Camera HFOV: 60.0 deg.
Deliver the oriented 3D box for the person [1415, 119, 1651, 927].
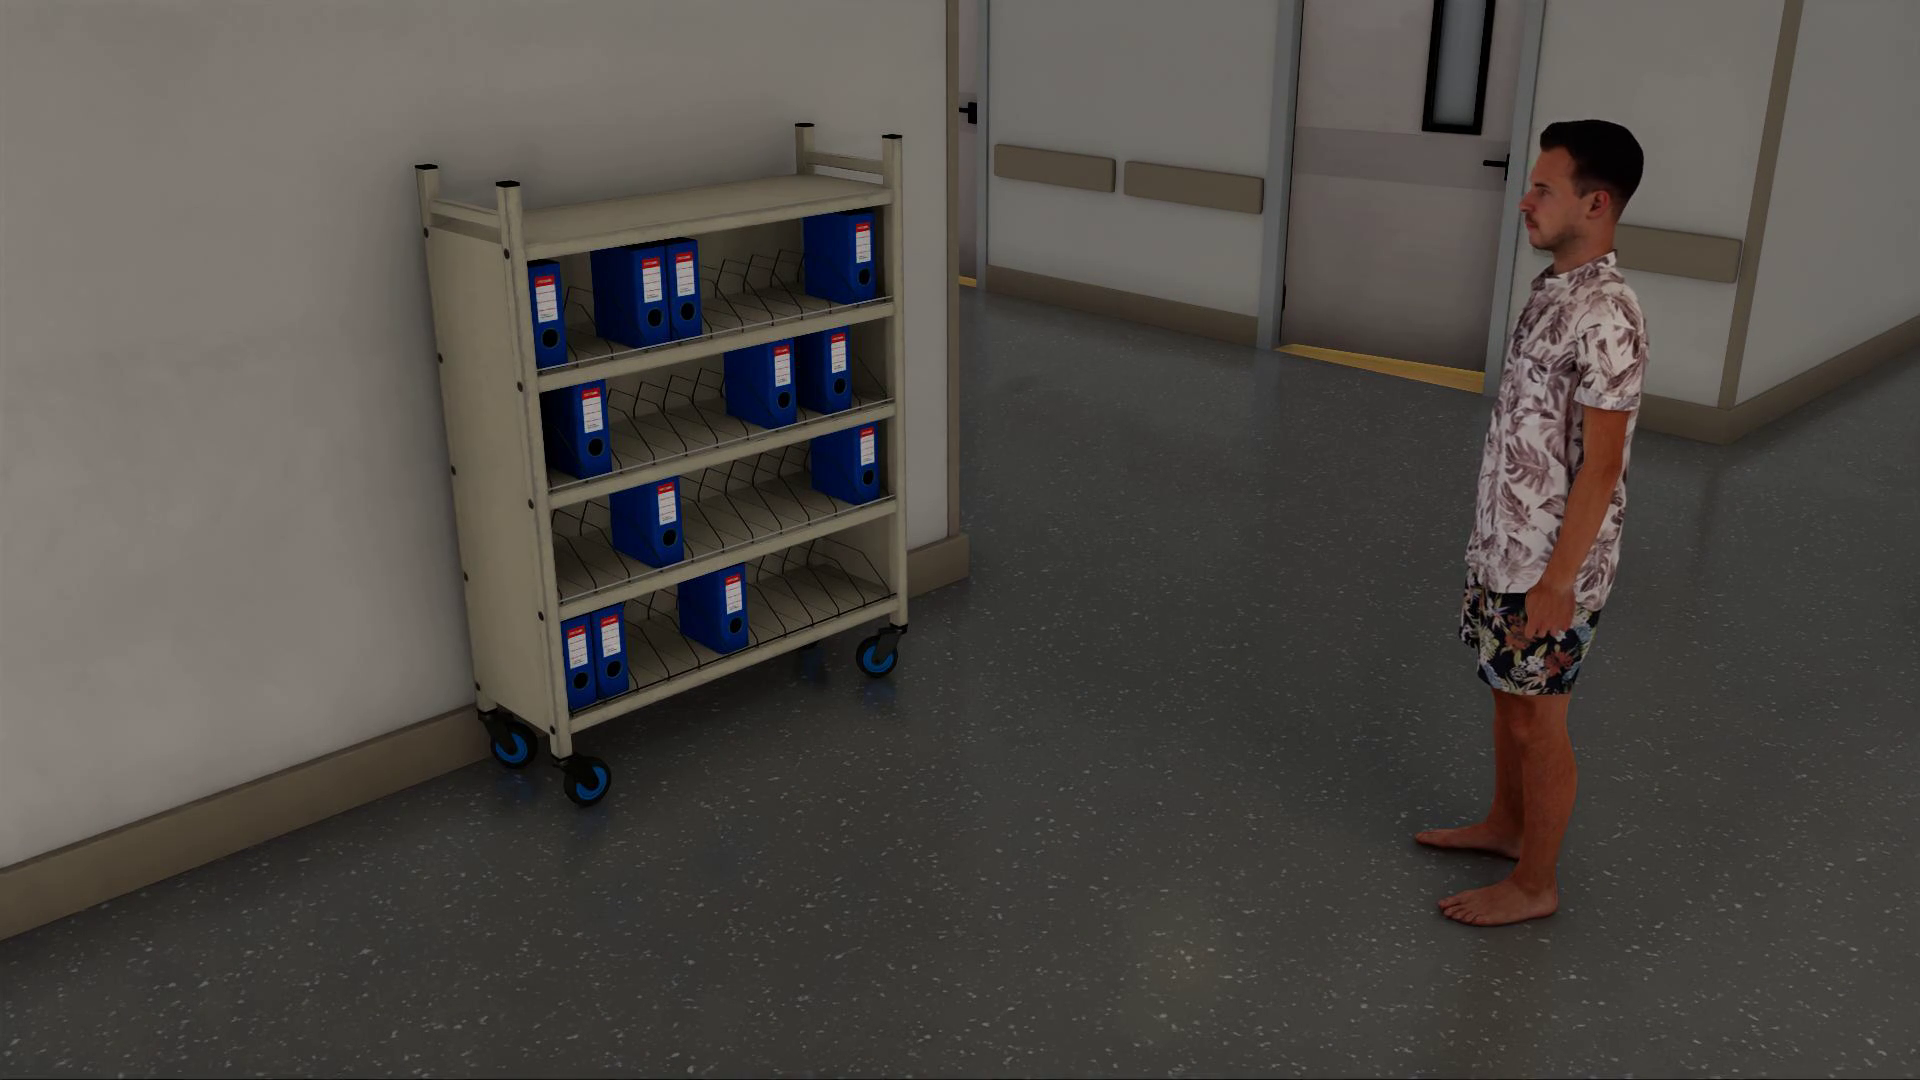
[{"bbox_3d":[1.318,-0.013,3.720,0.808,1.817,0.723,2,21,6],"label":"person"}]
